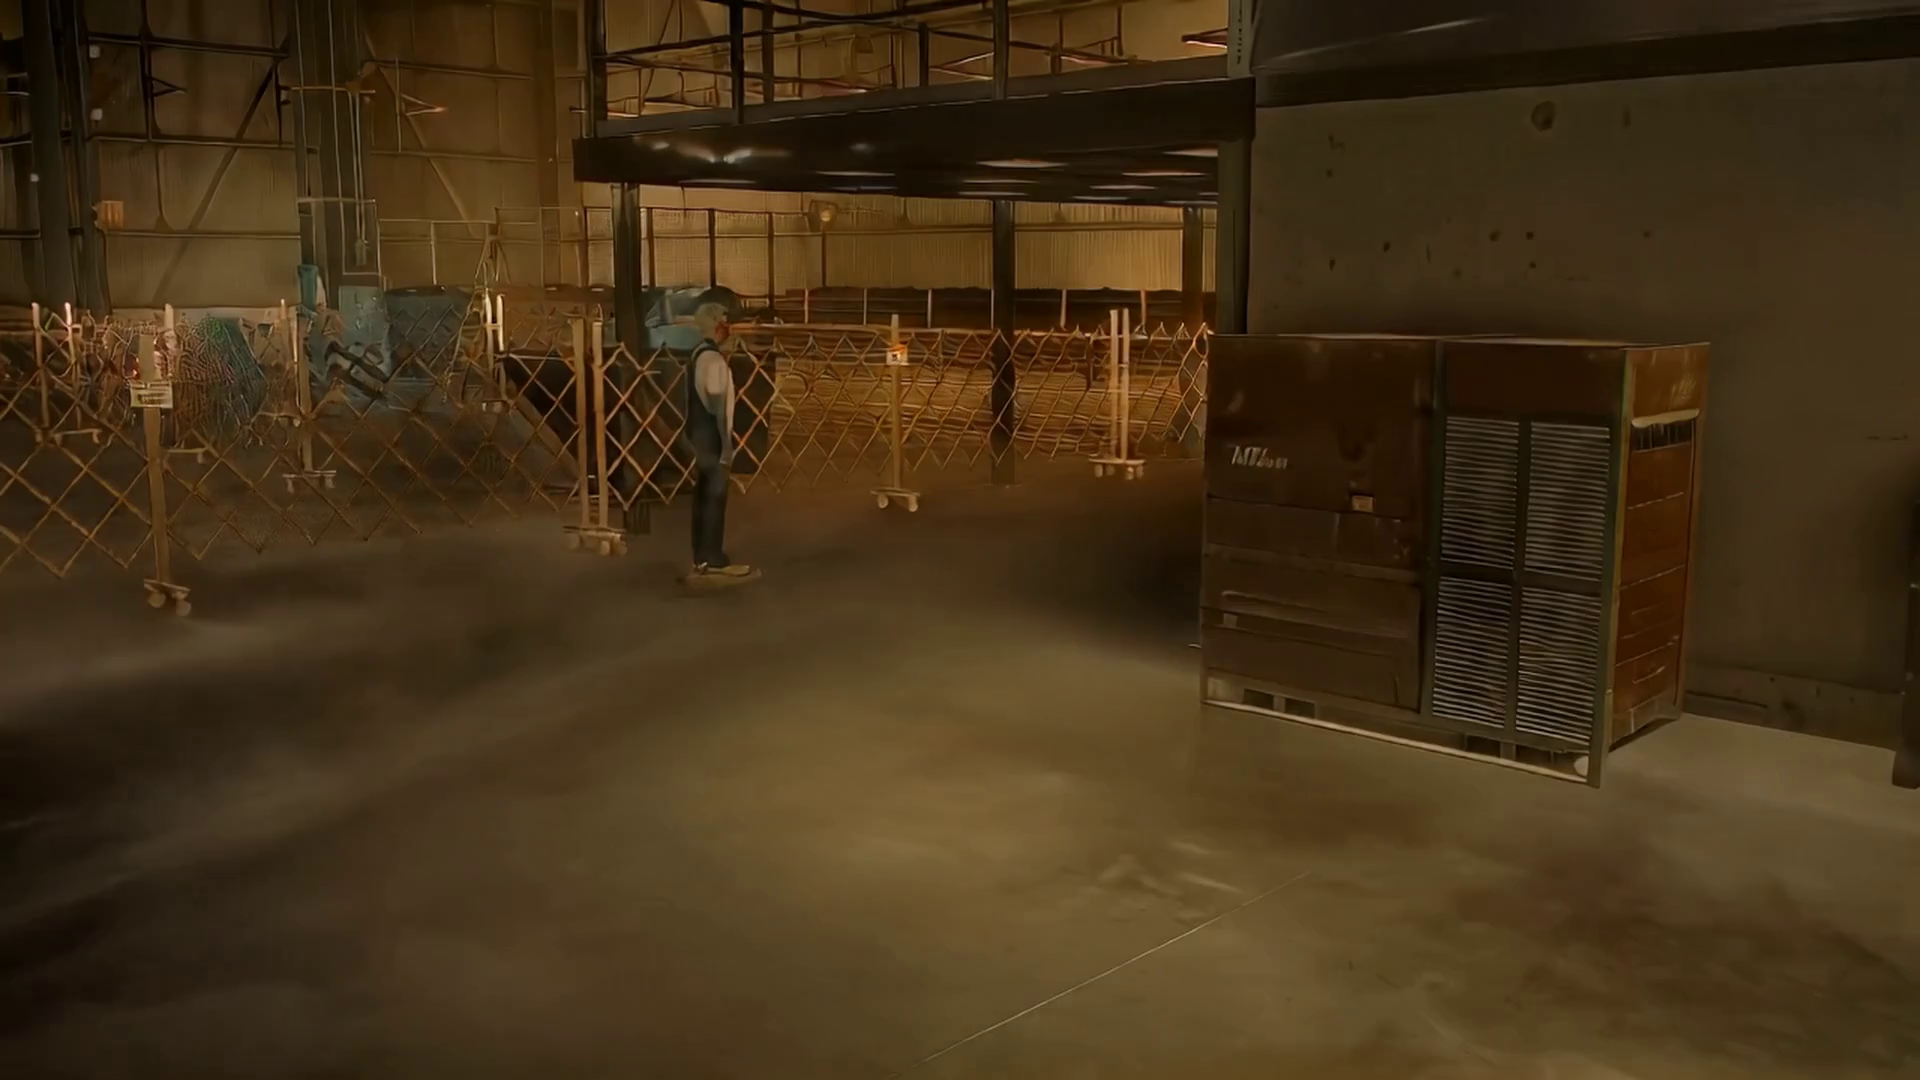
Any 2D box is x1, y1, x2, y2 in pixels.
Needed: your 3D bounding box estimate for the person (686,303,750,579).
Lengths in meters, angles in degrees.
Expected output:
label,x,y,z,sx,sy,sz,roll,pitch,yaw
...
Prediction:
label,x,y,z,sx,sy,sz,roll,pitch,yaw
person,-1.646,-0.662,11.166,0.338,1.845,0.514,-5,10,-27
